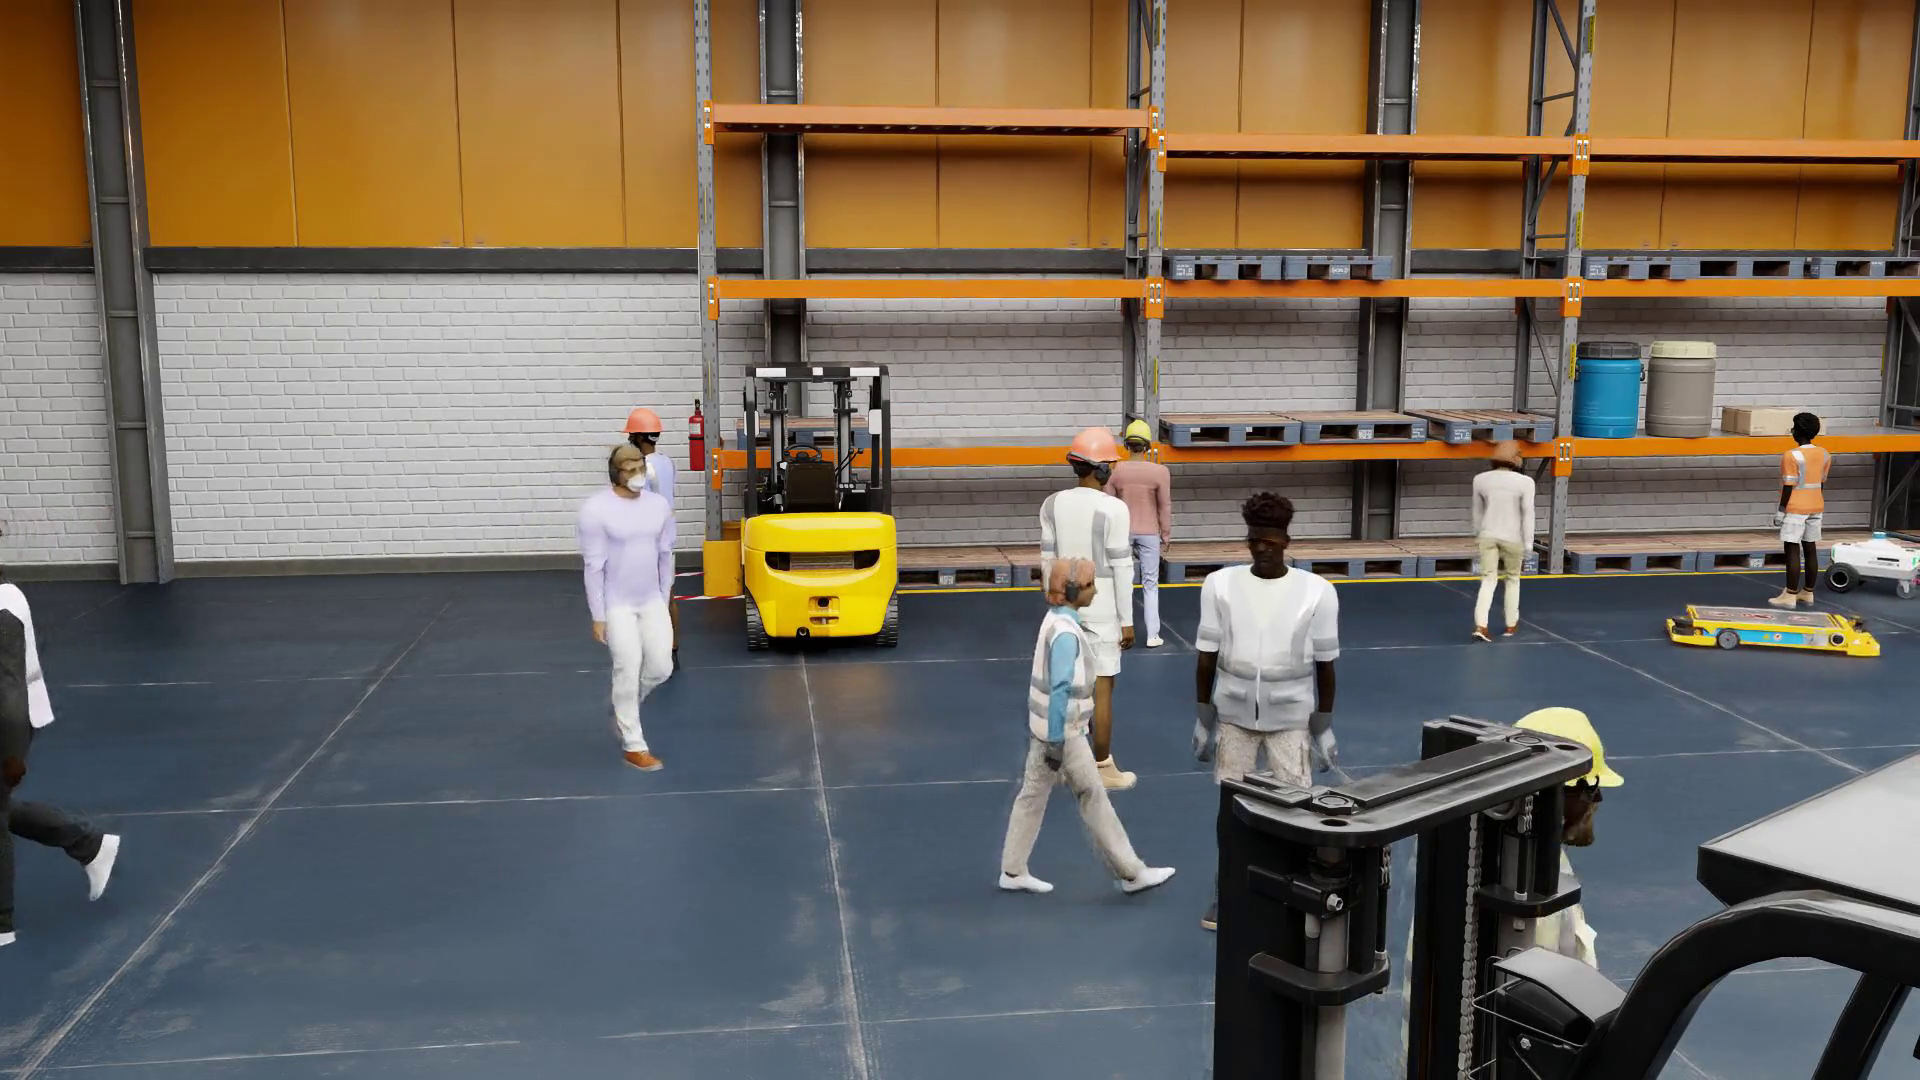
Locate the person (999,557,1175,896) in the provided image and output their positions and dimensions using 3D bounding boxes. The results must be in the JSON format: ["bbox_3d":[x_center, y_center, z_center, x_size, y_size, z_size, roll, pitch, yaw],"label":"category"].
[{"bbox_3d":[0.567,0.868,7.653,0.835,1.592,0.544,0,9,-2],"label":"person"}]

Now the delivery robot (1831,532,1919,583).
[{"bbox_3d":[8.269,0.170,14.989,0.707,0.478,0.477,8,12,41],"label":"delivery robot"}]

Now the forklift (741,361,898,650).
[{"bbox_3d":[-1.154,-0.340,13.365,1.214,2.155,2.313,-1,9,-7],"label":"forklift"}]

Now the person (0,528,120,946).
[{"bbox_3d":[-4.080,0.797,7.157,0.712,1.901,0.601,-7,12,-39],"label":"person"}]

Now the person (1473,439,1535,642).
[{"bbox_3d":[4.252,0.002,13.078,0.505,1.596,0.721,6,11,31],"label":"person"}]

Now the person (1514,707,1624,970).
[{"bbox_3d":[1.516,1.319,4.217,0.809,1.799,0.606,4,10,22],"label":"person"}]

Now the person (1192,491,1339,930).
[{"bbox_3d":[1.318,0.755,7.238,0.613,1.963,0.361,3,10,19],"label":"person"}]

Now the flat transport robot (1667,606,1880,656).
[{"bbox_3d":[6.293,0.689,12.926,1.431,0.197,0.652,3,10,19],"label":"flat transport robot"}]

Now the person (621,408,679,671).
[{"bbox_3d":[-2.220,0.026,11.874,0.374,1.939,0.545,3,9,16],"label":"person"}]

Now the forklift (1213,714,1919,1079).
[{"bbox_3d":[1.441,1.425,2.350,1.214,2.155,2.313,-7,12,-39],"label":"forklift"}]

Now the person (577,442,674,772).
[{"bbox_3d":[-1.946,0.380,9.729,0.565,1.923,0.631,9,13,44],"label":"person"}]

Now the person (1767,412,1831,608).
[{"bbox_3d":[7.262,-0.255,14.384,0.532,1.696,0.319,-5,10,-27],"label":"person"}]

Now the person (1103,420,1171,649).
[{"bbox_3d":[1.363,-0.041,12.841,0.533,1.765,0.326,2,9,11],"label":"person"}]

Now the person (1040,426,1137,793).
[{"bbox_3d":[0.731,0.388,9.289,0.605,2.045,0.381,8,12,42],"label":"person"}]
